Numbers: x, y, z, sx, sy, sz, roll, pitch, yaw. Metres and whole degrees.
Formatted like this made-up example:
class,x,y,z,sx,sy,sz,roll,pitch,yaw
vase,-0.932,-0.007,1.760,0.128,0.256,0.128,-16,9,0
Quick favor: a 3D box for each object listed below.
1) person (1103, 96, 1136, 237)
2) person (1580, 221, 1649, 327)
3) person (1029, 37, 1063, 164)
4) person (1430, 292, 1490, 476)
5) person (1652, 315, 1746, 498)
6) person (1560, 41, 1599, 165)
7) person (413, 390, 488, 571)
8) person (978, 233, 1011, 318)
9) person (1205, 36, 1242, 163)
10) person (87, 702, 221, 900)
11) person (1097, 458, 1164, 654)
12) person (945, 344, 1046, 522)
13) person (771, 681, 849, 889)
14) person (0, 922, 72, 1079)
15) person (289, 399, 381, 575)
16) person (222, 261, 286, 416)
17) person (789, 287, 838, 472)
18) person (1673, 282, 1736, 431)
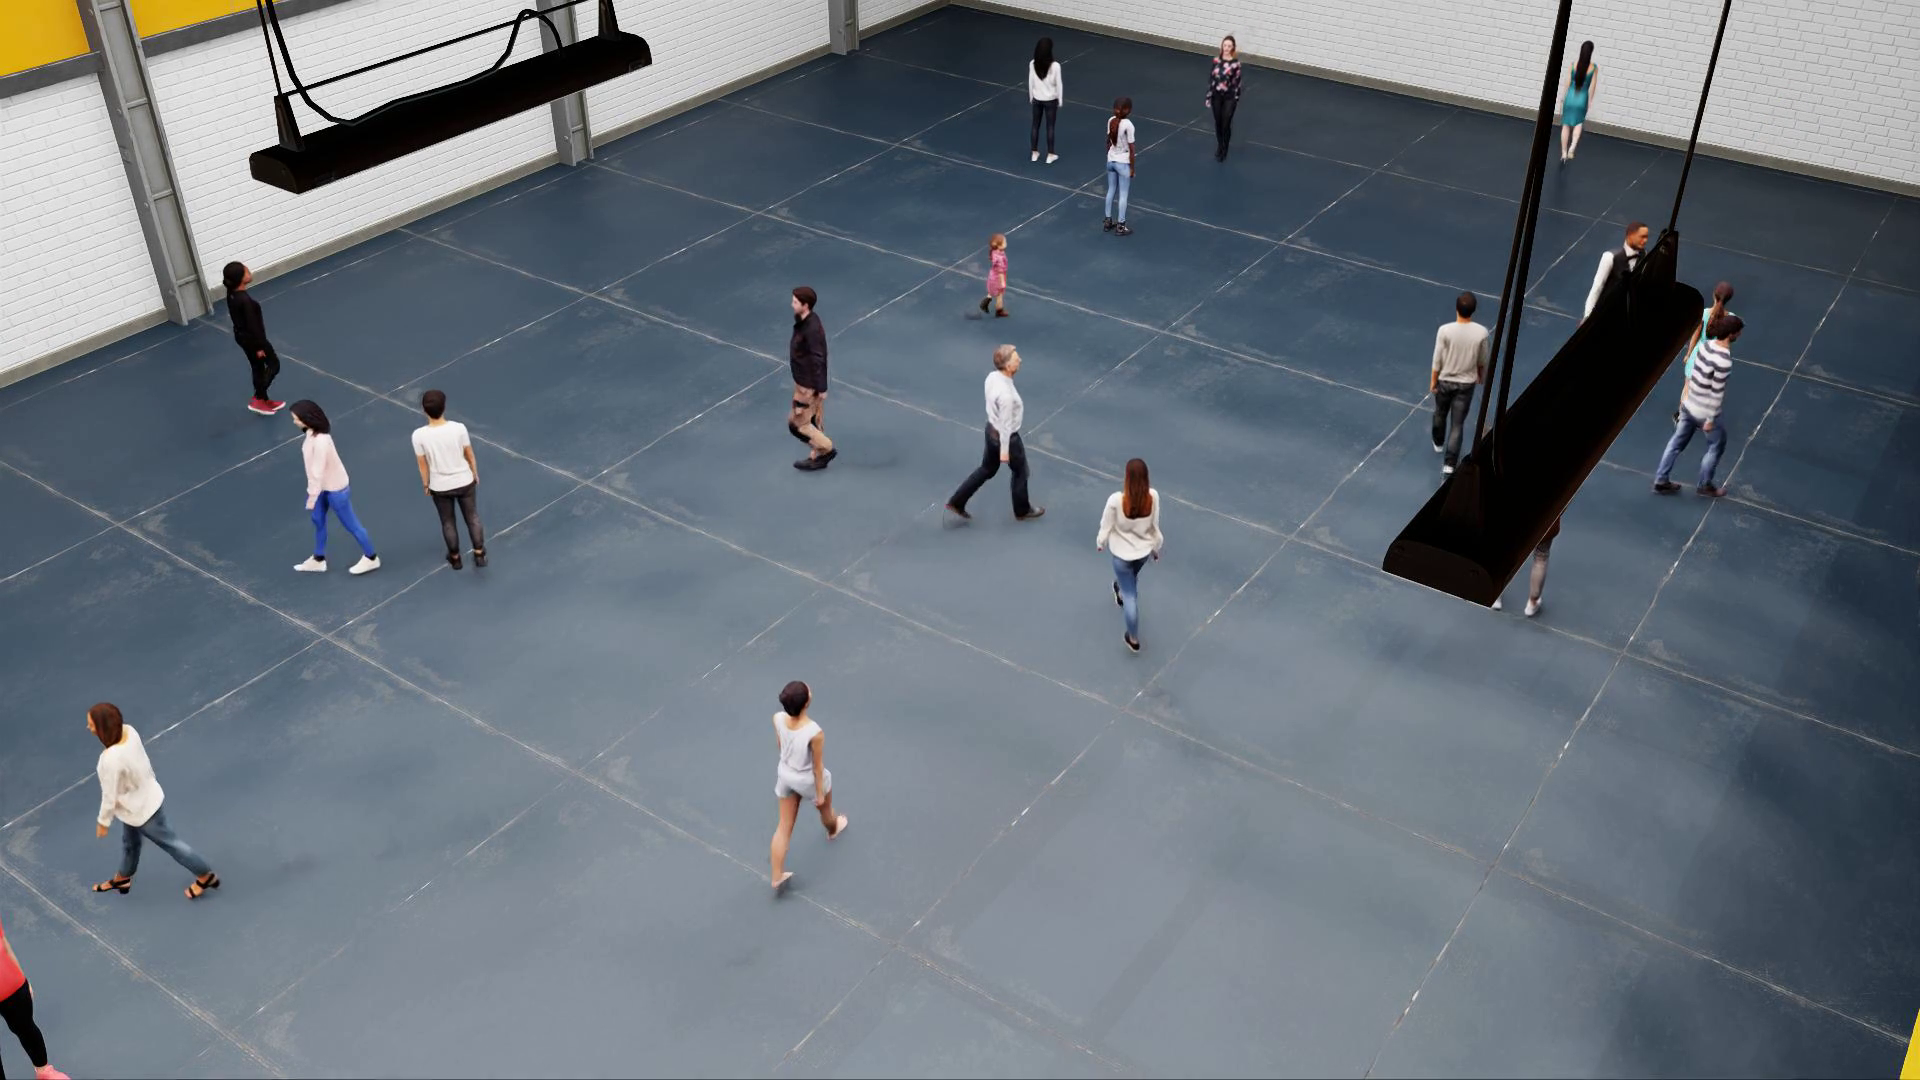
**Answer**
class,x,y,z,sx,sy,sz,roll,pitch,yaw
person,1.972,-4.631,20.527,0.597,1.719,0.634,-25,41,-32
person,6.647,-2.374,16.955,0.857,1.915,0.939,-7,34,-10
person,1.142,-5.979,22.572,0.669,1.700,0.627,12,35,17
person,4.693,-1.450,15.680,0.887,1.787,1.194,9,35,13
person,6.723,-1.204,15.274,1.011,1.827,0.960,-5,34,-7
person,8.304,-5.875,22.435,0.628,1.679,0.658,10,35,15
person,-4.400,-0.525,14.347,0.655,1.722,0.766,-13,36,-19
person,0.385,-2.956,18.644,0.659,1.014,0.594,-7,34,-11
person,3.631,-6.066,22.735,0.614,1.665,0.718,17,37,24
person,-5.317,1.748,10.994,1.122,1.649,1.019,-9,35,-13
person,1.400,0.159,13.387,1.095,1.646,1.132,-7,34,-10
person,0.299,-0.912,14.868,1.248,1.791,1.121,-9,35,-14
person,-1.115,1.661,11.199,0.676,1.566,1.108,17,37,23
person,-5.607,2.646,9.602,0.650,1.695,0.466,19,38,27
person,-5.274,-0.449,14.219,1.038,1.738,0.885,-17,37,-23
person,-7.129,-1.968,16.572,0.625,1.662,0.661,25,41,32
person,-1.334,-1.499,15.640,0.908,1.914,0.852,-7,34,-11
person,7.388,-1.831,16.460,0.606,1.558,0.611,11,35,16
